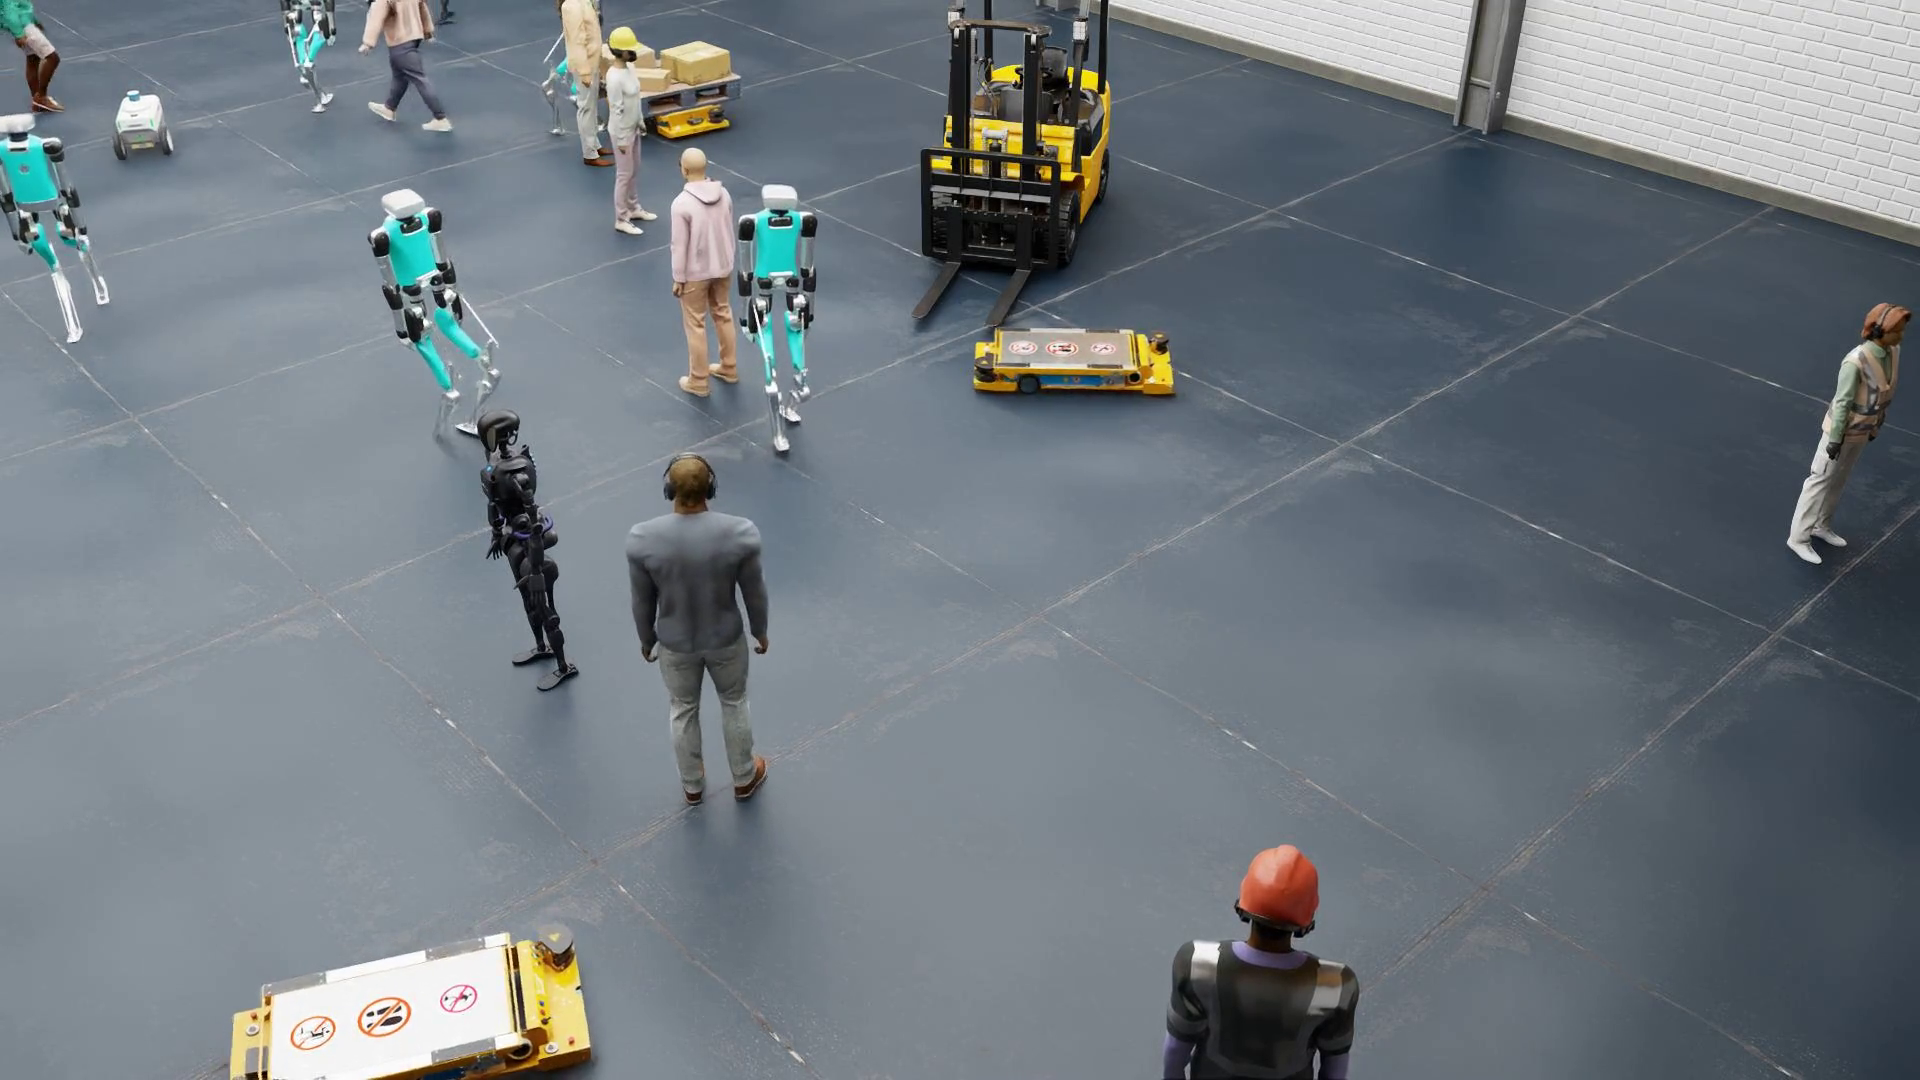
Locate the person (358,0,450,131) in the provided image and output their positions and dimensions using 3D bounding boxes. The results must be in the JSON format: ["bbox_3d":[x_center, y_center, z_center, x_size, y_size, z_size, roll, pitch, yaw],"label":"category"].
[{"bbox_3d":[-5.556,-4.956,16.372,0.975,1.817,0.794,6,34,10],"label":"person"}]

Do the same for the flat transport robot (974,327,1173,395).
[{"bbox_3d":[0.825,-1.308,12.184,1.431,0.231,0.659,1,33,2],"label":"flat transport robot"}]

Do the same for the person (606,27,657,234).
[{"bbox_3d":[-2.818,-3.490,14.175,0.356,1.756,0.523,5,33,7],"label":"person"}]

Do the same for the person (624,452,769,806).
[{"bbox_3d":[-1.228,0.455,7.973,0.641,1.917,0.400,-6,34,-9],"label":"person"}]

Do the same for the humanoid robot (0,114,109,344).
[{"bbox_3d":[-6.861,-2.464,12.627,0.532,1.769,0.961,-8,34,-12],"label":"humanoid robot"}]

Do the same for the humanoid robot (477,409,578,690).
[{"bbox_3d":[-2.310,0.044,8.801,0.315,1.657,0.599,-22,39,-29],"label":"humanoid robot"}]

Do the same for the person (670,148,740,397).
[{"bbox_3d":[-1.774,-1.870,11.668,0.404,1.771,0.541,26,41,34],"label":"person"}]

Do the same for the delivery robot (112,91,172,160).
[{"bbox_3d":[-7.938,-4.030,16.121,0.499,0.613,0.817,-10,34,-15],"label":"delivery robot"}]

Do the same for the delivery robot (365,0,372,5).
[{"bbox_3d":[-7.002,-6.786,20.357,0.499,0.614,0.808,-19,37,-26],"label":"delivery robot"}]

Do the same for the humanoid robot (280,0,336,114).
[{"bbox_3d":[-6.554,-5.045,16.628,0.552,1.738,1.004,-1,33,-1],"label":"humanoid robot"}]

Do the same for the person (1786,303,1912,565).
[{"bbox_3d":[5.298,-0.646,9.904,0.513,1.643,0.306,-23,40,-31],"label":"person"}]

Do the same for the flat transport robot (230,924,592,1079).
[{"bbox_3d":[-2.319,2.058,7.010,1.431,0.231,0.659,-10,34,-14],"label":"flat transport robot"}]

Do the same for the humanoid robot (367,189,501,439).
[{"bbox_3d":[-3.416,-1.405,11.018,0.697,1.821,0.567,22,39,30],"label":"humanoid robot"}]

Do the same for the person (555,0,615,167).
[{"bbox_3d":[-3.511,-4.449,15.541,0.406,1.877,0.555,-1,33,-2],"label":"person"}]

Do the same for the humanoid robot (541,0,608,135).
[{"bbox_3d":[-3.846,-4.766,16.198,0.868,1.797,0.539,-25,41,-33],"label":"humanoid robot"}]

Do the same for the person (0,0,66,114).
[{"bbox_3d":[-9.361,-5.163,16.672,0.473,1.833,0.601,-11,35,-17],"label":"person"}]

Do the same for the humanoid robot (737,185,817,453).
[{"bbox_3d":[-1.136,-1.396,10.998,0.574,1.785,0.886,-11,35,-17],"label":"humanoid robot"}]

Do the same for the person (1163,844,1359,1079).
[{"bbox_3d":[0.999,1.843,5.716,0.615,2.041,0.378,6,33,9],"label":"person"}]

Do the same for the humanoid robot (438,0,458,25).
[{"bbox_3d":[-6.162,-6.964,19.586,0.606,1.648,0.458,17,37,24],"label":"humanoid robot"}]

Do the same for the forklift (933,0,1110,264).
[{"bbox_3d":[0.570,-3.725,14.138,1.214,2.155,2.313,9,34,13],"label":"forklift"}]

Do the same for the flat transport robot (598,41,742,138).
[{"bbox_3d":[-2.980,-4.431,16.984,0.659,0.231,1.431,-20,38,-28],"label":"flat transport robot"}]
